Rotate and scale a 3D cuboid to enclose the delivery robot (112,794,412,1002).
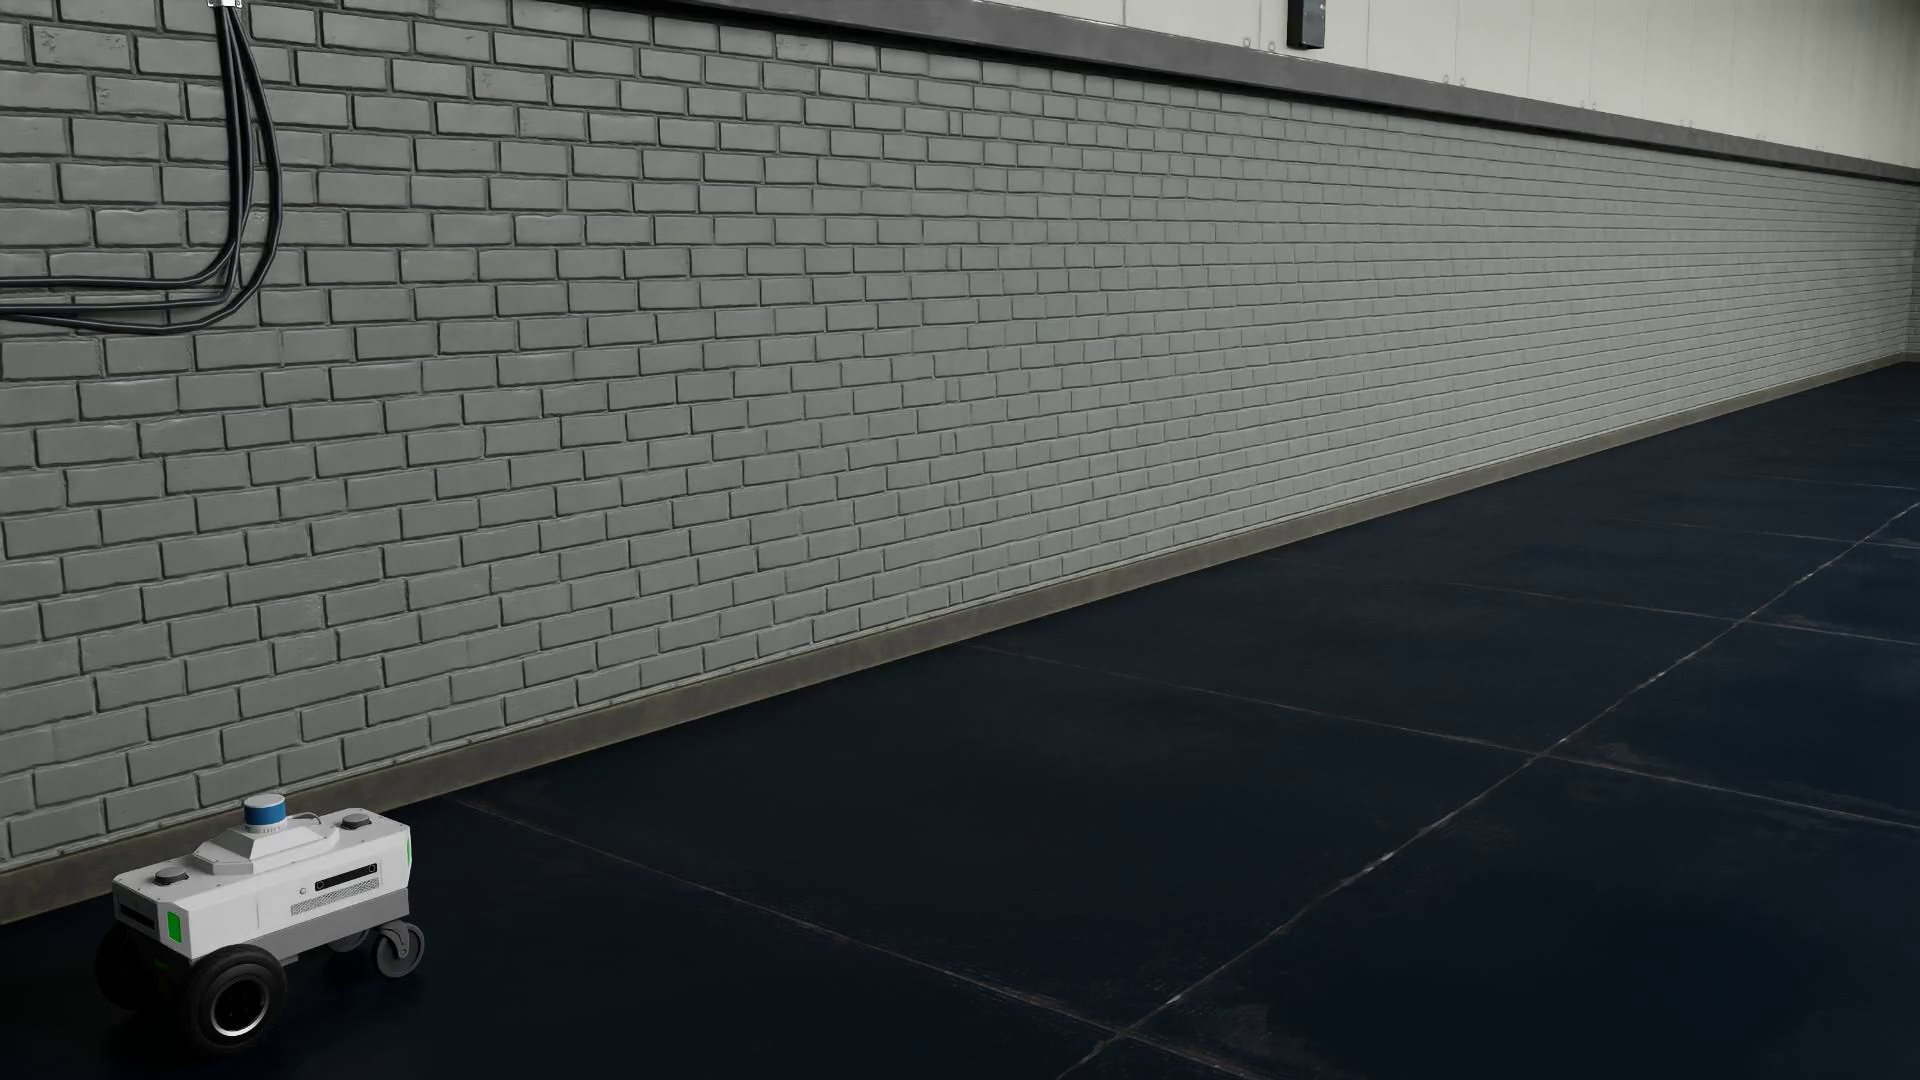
[{"bbox_3d":[-1.825,0.917,4.407,0.477,0.478,0.707,8,13,38],"label":"delivery robot"}]
